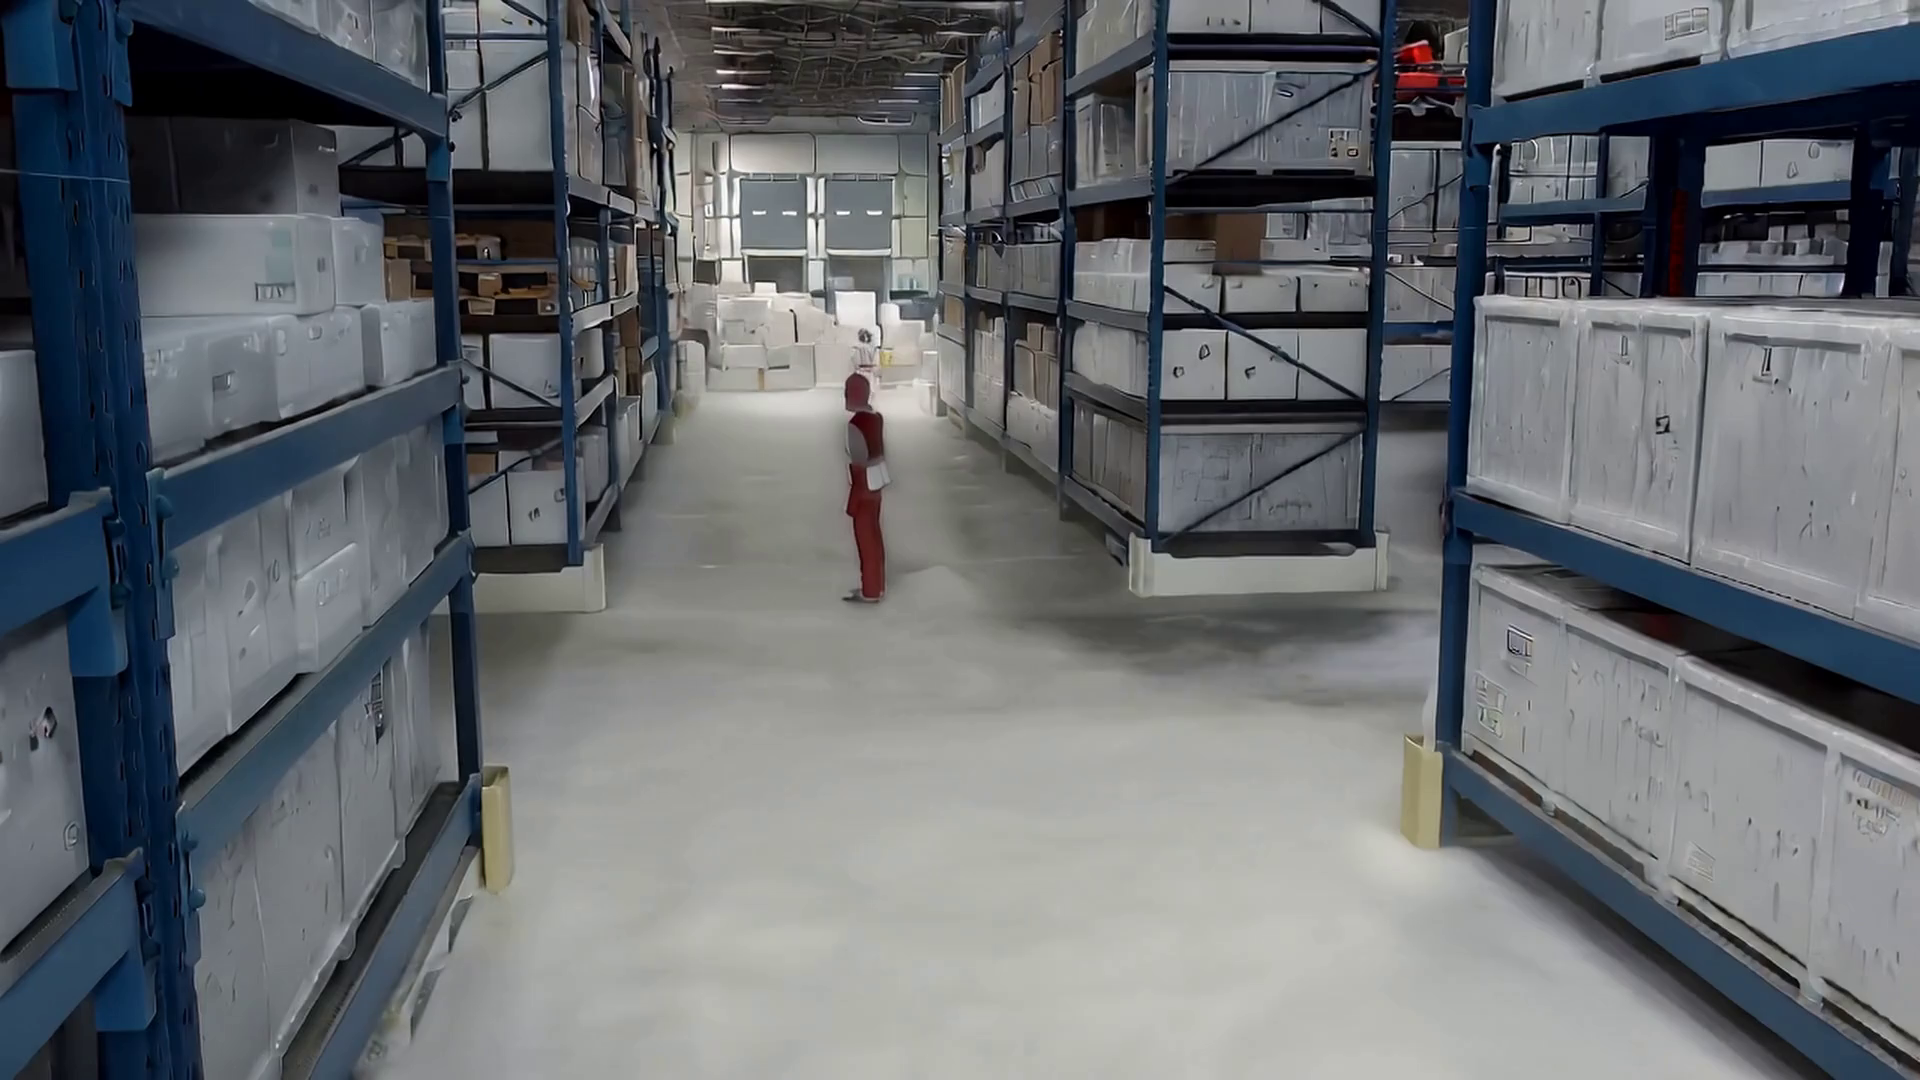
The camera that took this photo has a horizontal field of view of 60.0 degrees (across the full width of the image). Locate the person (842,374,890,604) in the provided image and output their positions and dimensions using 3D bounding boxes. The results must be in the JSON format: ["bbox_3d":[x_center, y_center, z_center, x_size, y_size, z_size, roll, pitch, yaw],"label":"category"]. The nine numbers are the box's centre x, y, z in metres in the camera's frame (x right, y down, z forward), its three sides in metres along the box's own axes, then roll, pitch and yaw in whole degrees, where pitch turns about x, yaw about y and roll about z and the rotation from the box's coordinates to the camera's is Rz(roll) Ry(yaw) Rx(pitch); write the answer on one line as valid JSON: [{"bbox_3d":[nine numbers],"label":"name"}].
[{"bbox_3d":[-0.784,-0.419,13.801,0.372,1.916,0.597,2,10,13],"label":"person"}]

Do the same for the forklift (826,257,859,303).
[{"bbox_3d":[-3.293,-6.577,46.858,1.129,2.768,1.873,-1,10,-7],"label":"forklift"}]

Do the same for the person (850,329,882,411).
[{"bbox_3d":[-1.611,-2.794,28.515,0.543,1.611,0.672,0,10,0],"label":"person"}]
